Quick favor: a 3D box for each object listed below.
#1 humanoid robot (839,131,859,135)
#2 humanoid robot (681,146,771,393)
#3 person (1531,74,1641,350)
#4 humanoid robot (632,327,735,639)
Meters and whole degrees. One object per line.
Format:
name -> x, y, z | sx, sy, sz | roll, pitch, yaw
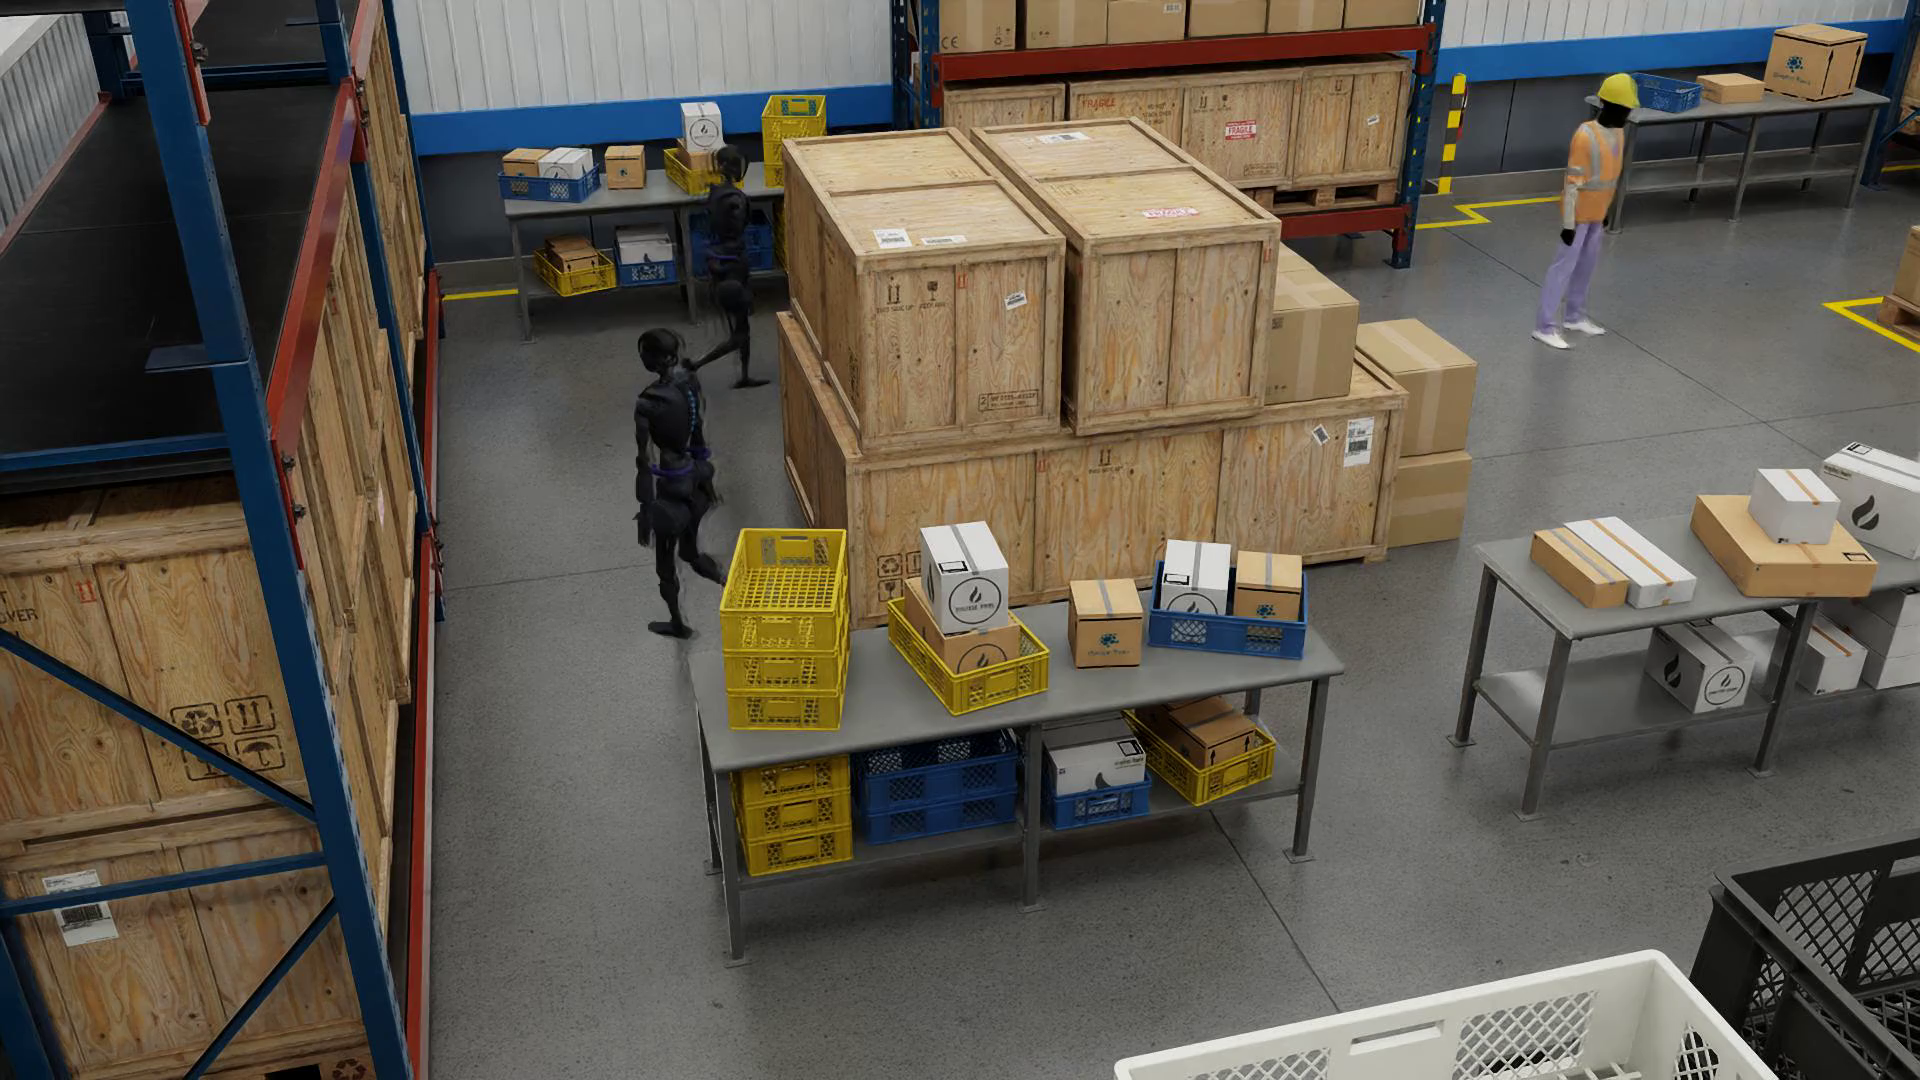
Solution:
humanoid robot -> -0.709, -1.927, 11.153 | 0.349, 1.651, 0.565 | 21, 35, 32
humanoid robot -> -1.563, -1.722, 10.802 | 0.542, 1.634, 0.640 | -6, 29, -11
person -> 4.397, -2.277, 11.559 | 0.632, 1.909, 0.420 | -25, 37, -37
humanoid robot -> -1.338, -0.246, 8.115 | 0.470, 1.645, 0.571 | 11, 31, 20
